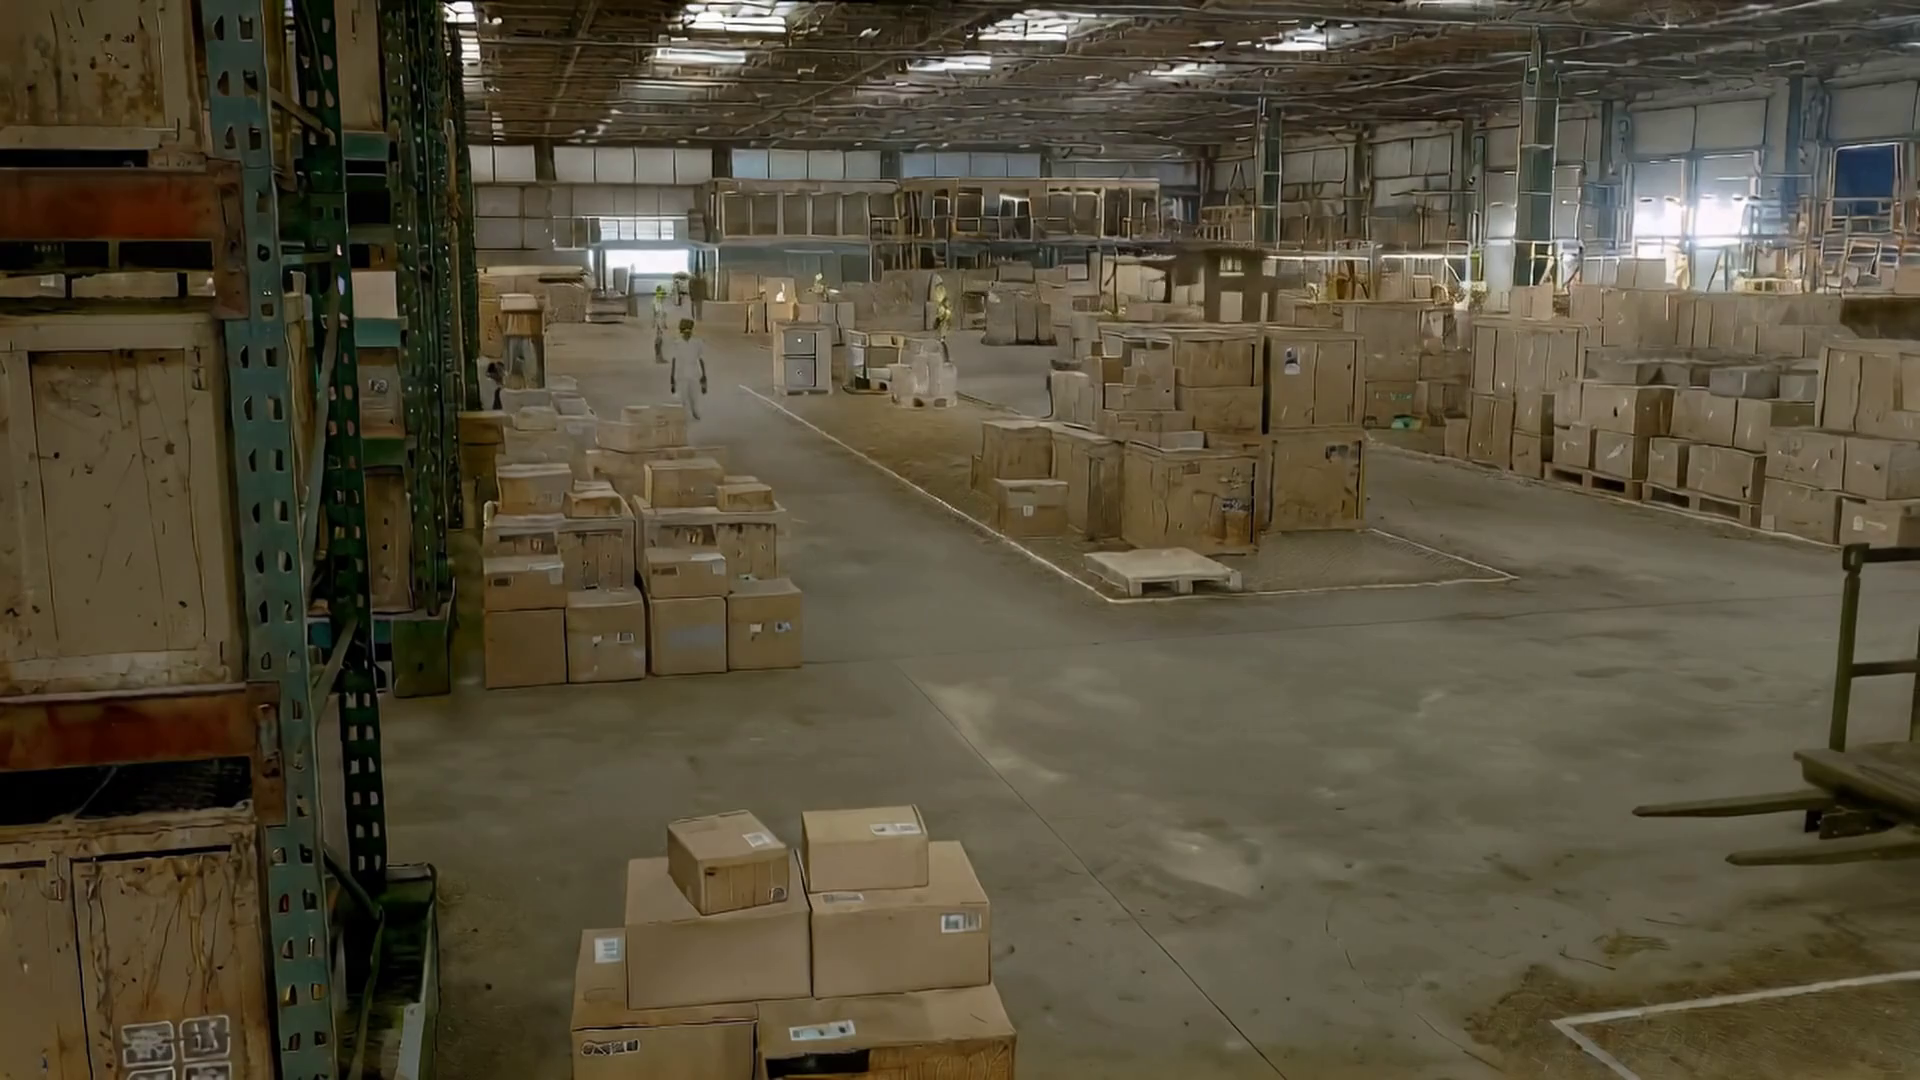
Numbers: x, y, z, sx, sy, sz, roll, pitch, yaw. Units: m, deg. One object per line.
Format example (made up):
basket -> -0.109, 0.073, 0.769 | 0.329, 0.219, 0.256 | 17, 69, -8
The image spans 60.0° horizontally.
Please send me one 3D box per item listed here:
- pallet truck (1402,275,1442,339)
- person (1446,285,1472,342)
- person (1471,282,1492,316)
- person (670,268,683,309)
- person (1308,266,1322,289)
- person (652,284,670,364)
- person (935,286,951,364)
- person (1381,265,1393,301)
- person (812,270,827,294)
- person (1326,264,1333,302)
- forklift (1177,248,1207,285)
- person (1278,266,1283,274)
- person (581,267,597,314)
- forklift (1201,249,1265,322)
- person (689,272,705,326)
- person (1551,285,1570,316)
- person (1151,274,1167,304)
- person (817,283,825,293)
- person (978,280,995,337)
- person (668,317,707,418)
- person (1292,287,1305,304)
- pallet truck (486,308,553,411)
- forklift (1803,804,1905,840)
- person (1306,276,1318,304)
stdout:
pallet truck -> 14.620, -7.324, 52.145 | 0.823, 1.965, 1.885 | 8, 13, 40
person -> 12.960, -5.672, 43.164 | 0.600, 1.874, 1.023 | 9, 13, 41
person -> 15.696, -6.883, 50.174 | 0.628, 1.809, 0.914 | 2, 10, 12
person -> -12.997, -11.521, 76.276 | 0.596, 1.866, 0.461 | -1, 10, -5
person -> 17.350, -12.433, 81.374 | 0.627, 1.886, 0.737 | -1, 10, -6
person -> -7.318, -5.278, 40.729 | 0.359, 1.939, 0.543 | 2, 10, 11
person -> -0.394, -4.823, 38.089 | 0.373, 1.960, 0.601 | -1, 10, -3
person -> 20.746, -12.370, 80.853 | 0.602, 1.949, 0.390 | 7, 12, 34
person -> -4.917, -8.446, 58.375 | 0.538, 2.000, 0.684 | -4, 11, -22
person -> 19.177, -13.310, 86.233 | 0.363, 1.958, 0.647 | 4, 11, 23
forklift -> 5.246, -5.222, 37.740 | 1.873, 2.768, 1.129 | -3, 10, -15
person -> 16.818, -13.589, 88.079 | 0.623, 1.839, 0.429 | -1, 10, -6
person -> -15.954, -10.738, 71.537 | 0.623, 1.983, 1.075 | 2, 10, 10
forklift -> 3.907, -2.812, 24.098 | 1.873, 2.768, 1.129 | -8, 13, -38
person -> -9.537, -8.762, 60.403 | 0.610, 1.970, 0.816 | 2, 10, 13
person -> 14.886, -5.364, 41.277 | 0.585, 1.917, 0.390 | 4, 11, 23
person -> 6.887, -8.100, 56.744 | 0.664, 1.916, 0.665 | 3, 10, 17
person -> -4.232, -6.928, 50.579 | 0.523, 1.761, 0.328 | -1, 10, -5
person -> 0.891, -7.193, 51.862 | 0.886, 1.843, 0.525 | 9, 13, 41
person -> -3.962, -2.318, 24.188 | 0.540, 1.853, 0.482 | 0, 10, -1
person -> 9.741, -6.484, 48.193 | 0.799, 1.714, 0.486 | -7, 12, -33
pallet truck -> -6.242, -2.418, 24.362 | 0.823, 1.965, 1.885 | 1, 10, 3
forklift -> 5.138, 0.111, 7.543 | 1.873, 2.768, 1.129 | -3, 10, -15
person -> 11.324, -7.533, 53.528 | 0.367, 1.931, 0.631 | 7, 12, 35
